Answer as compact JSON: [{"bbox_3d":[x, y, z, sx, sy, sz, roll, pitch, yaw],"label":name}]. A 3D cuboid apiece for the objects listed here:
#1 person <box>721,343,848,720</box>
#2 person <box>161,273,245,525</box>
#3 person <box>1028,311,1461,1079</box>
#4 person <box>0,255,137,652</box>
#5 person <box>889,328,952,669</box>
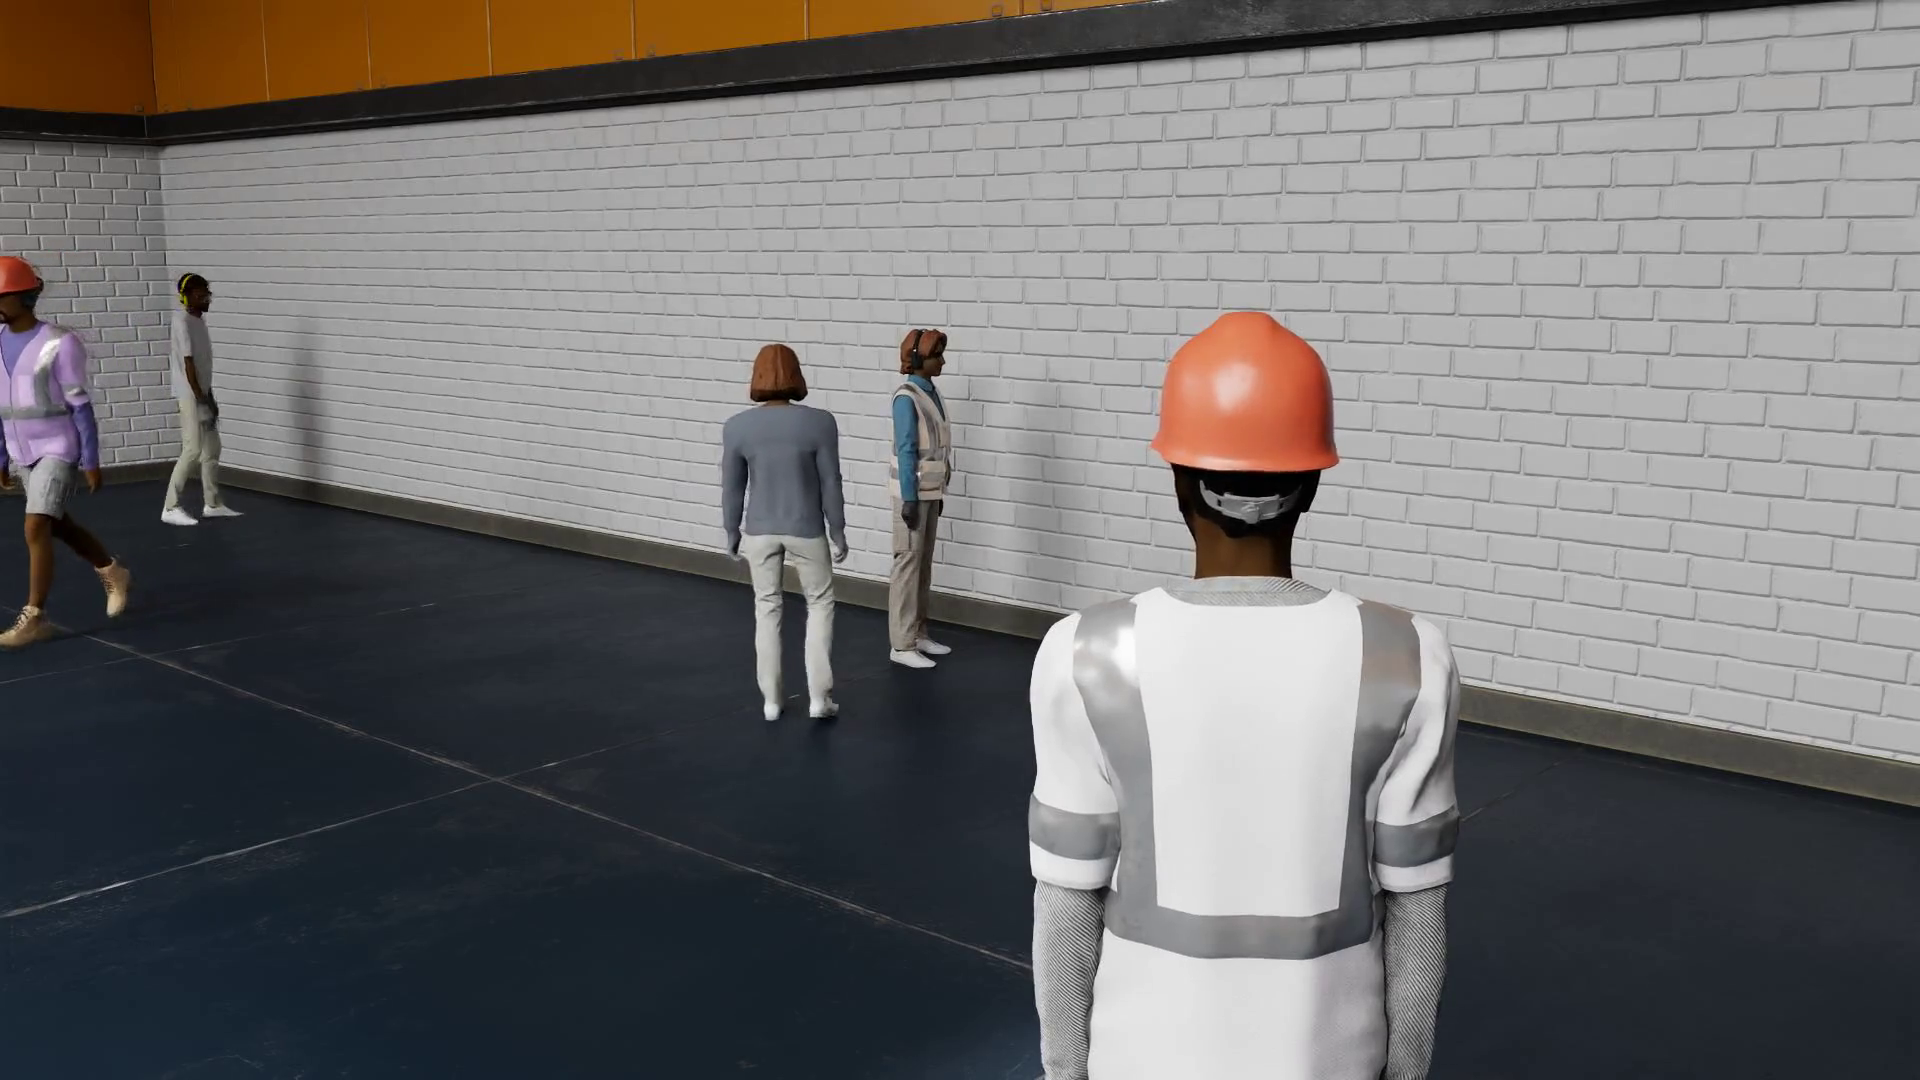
[{"bbox_3d":[-0.742,-0.021,7.072,0.534,1.627,0.331,1,10,6],"label":"person"},{"bbox_3d":[-5.676,-1.033,12.312,0.456,1.855,0.612,-2,10,-9],"label":"person"},{"bbox_3d":[0.361,0.675,2.219,0.545,1.942,0.354,1,10,3],"label":"person"},{"bbox_3d":[-4.728,-0.481,8.691,0.615,2.003,1.027,3,10,17],"label":"person"},{"bbox_3d":[-0.195,-0.207,8.103,0.310,1.638,0.523,3,10,14],"label":"person"}]
